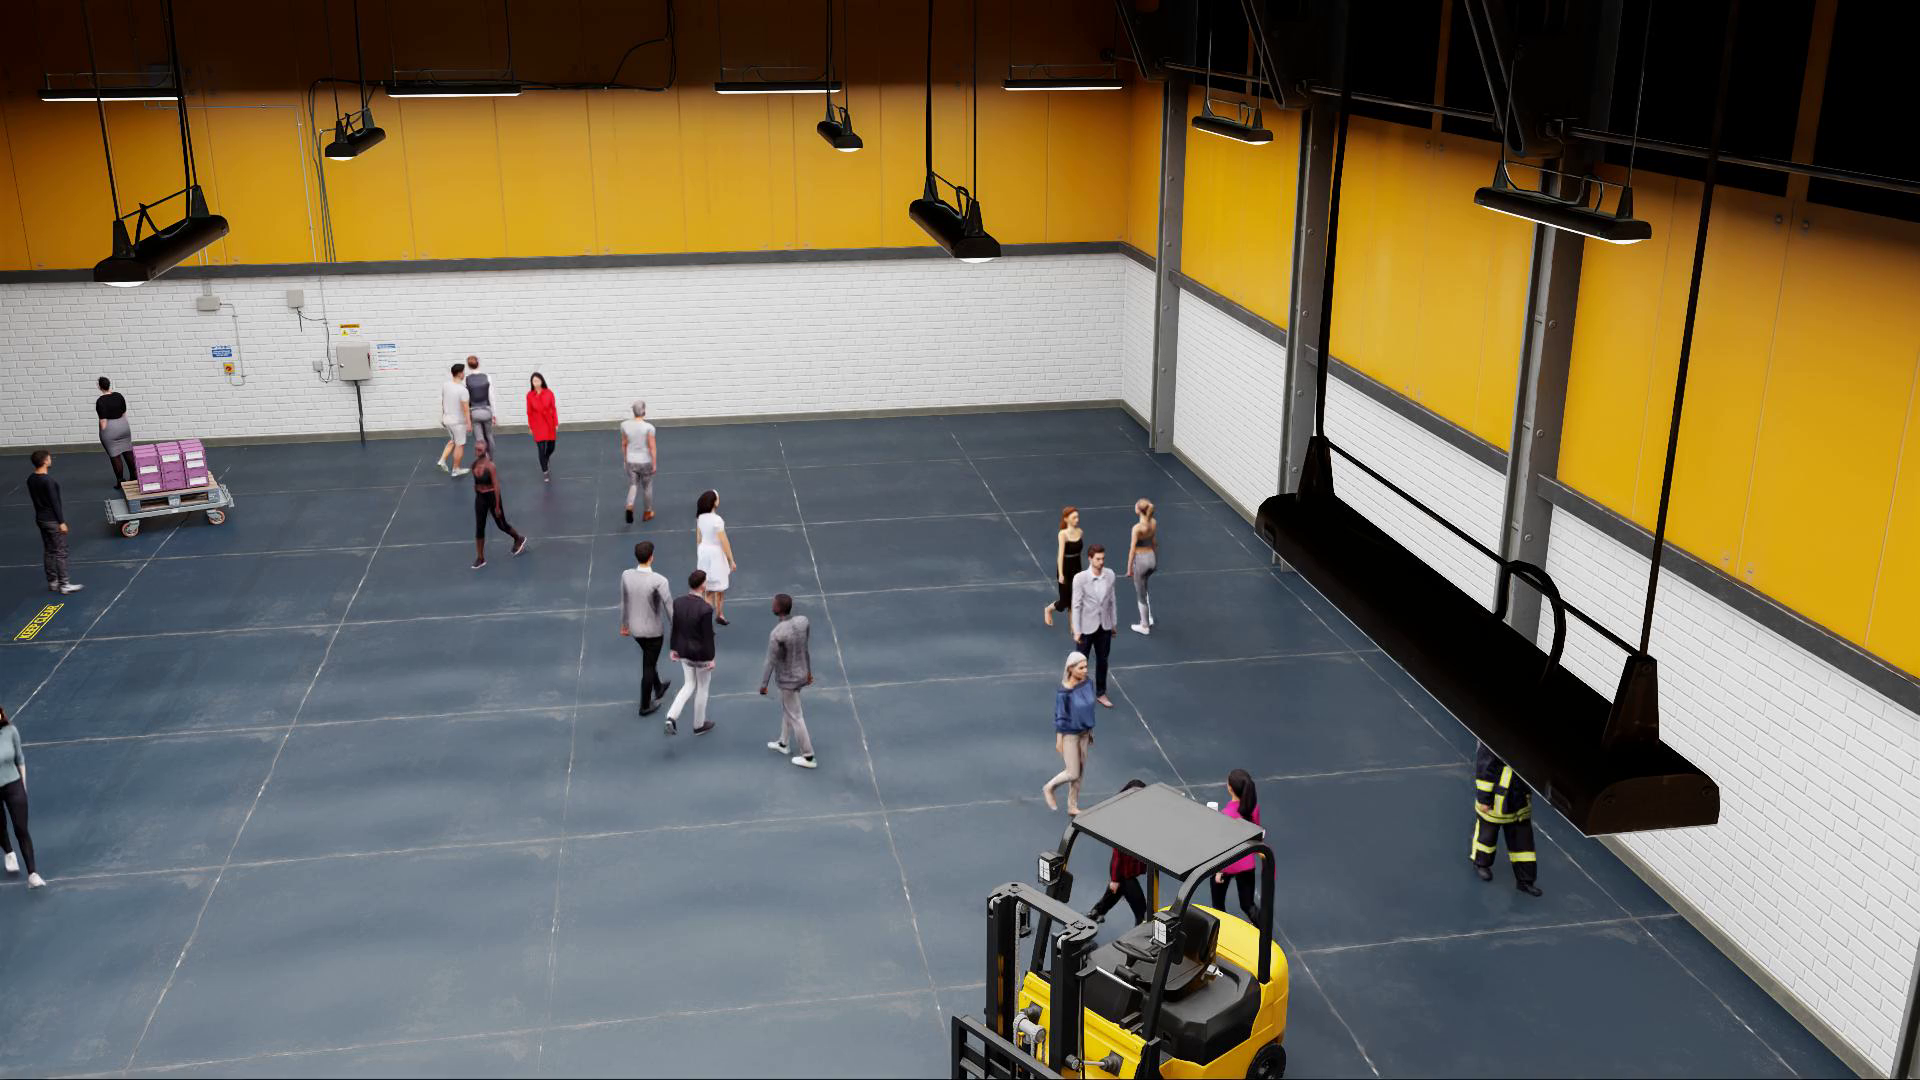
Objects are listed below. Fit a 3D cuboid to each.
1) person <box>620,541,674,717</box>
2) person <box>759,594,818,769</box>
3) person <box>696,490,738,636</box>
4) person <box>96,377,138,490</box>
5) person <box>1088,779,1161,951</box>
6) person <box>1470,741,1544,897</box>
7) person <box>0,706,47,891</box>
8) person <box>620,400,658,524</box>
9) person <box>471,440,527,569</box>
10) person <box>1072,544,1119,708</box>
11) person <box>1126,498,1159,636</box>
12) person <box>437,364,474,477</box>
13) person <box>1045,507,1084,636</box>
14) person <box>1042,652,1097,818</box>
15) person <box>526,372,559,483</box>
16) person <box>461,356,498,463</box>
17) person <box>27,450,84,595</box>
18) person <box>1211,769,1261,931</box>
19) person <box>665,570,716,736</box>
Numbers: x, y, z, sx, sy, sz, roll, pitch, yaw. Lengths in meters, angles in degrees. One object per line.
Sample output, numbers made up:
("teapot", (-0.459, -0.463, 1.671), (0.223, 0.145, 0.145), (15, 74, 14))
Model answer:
("person", (-3.388, 0.973, 17.711), (1.078, 1.900, 1.167), (9, 21, 25))
("person", (-1.602, 1.422, 16.510), (1.063, 1.815, 1.015), (11, 21, 29))
("person", (-3.029, 0.321, 19.812), (0.954, 1.794, 0.923), (-16, 25, -40))
("person", (-13.083, -1.670, 25.785), (0.832, 1.756, 0.738), (7, 20, 20))
("person", (1.236, 2.638, 13.234), (1.051, 1.602, 1.091), (9, 21, 25))
("person", (4.694, 2.109, 14.428), (0.786, 1.841, 0.979), (-4, 19, -11))
("person", (-8.340, 2.190, 14.431), (0.955, 1.686, 1.207), (-15, 23, -37))
("person", (-4.659, -1.095, 23.983), (0.923, 1.816, 1.080), (4, 19, 13))
("person", (-6.272, -0.526, 22.445), (1.090, 1.719, 1.259), (10, 21, 27))
("person", (1.428, 0.915, 17.957), (0.727, 1.852, 0.649), (-7, 20, -20))
("person", (2.265, 0.336, 19.919), (0.690, 1.698, 0.721), (-16, 25, -40))
("person", (-8.018, -1.853, 26.227), (0.933, 1.821, 0.993), (9, 20, 24))
("person", (1.261, 0.371, 19.946), (0.803, 1.614, 0.922), (-15, 24, -38))
("person", (0.999, 1.815, 15.542), (0.875, 1.687, 0.809), (17, 25, 40))
("person", (-6.569, -1.794, 26.187), (0.669, 1.733, 0.848), (-5, 19, -15))
("person", (-7.609, -1.943, 26.364), (0.904, 1.903, 1.231), (-8, 20, -23))
("person", (-11.689, -0.235, 21.353), (0.720, 1.864, 0.760), (10, 21, 28))
("person", (2.231, 2.631, 13.137), (0.764, 1.676, 1.126), (-8, 20, -24))
("person", (-2.769, 1.222, 17.100), (0.989, 1.817, 1.061), (10, 21, 28))
